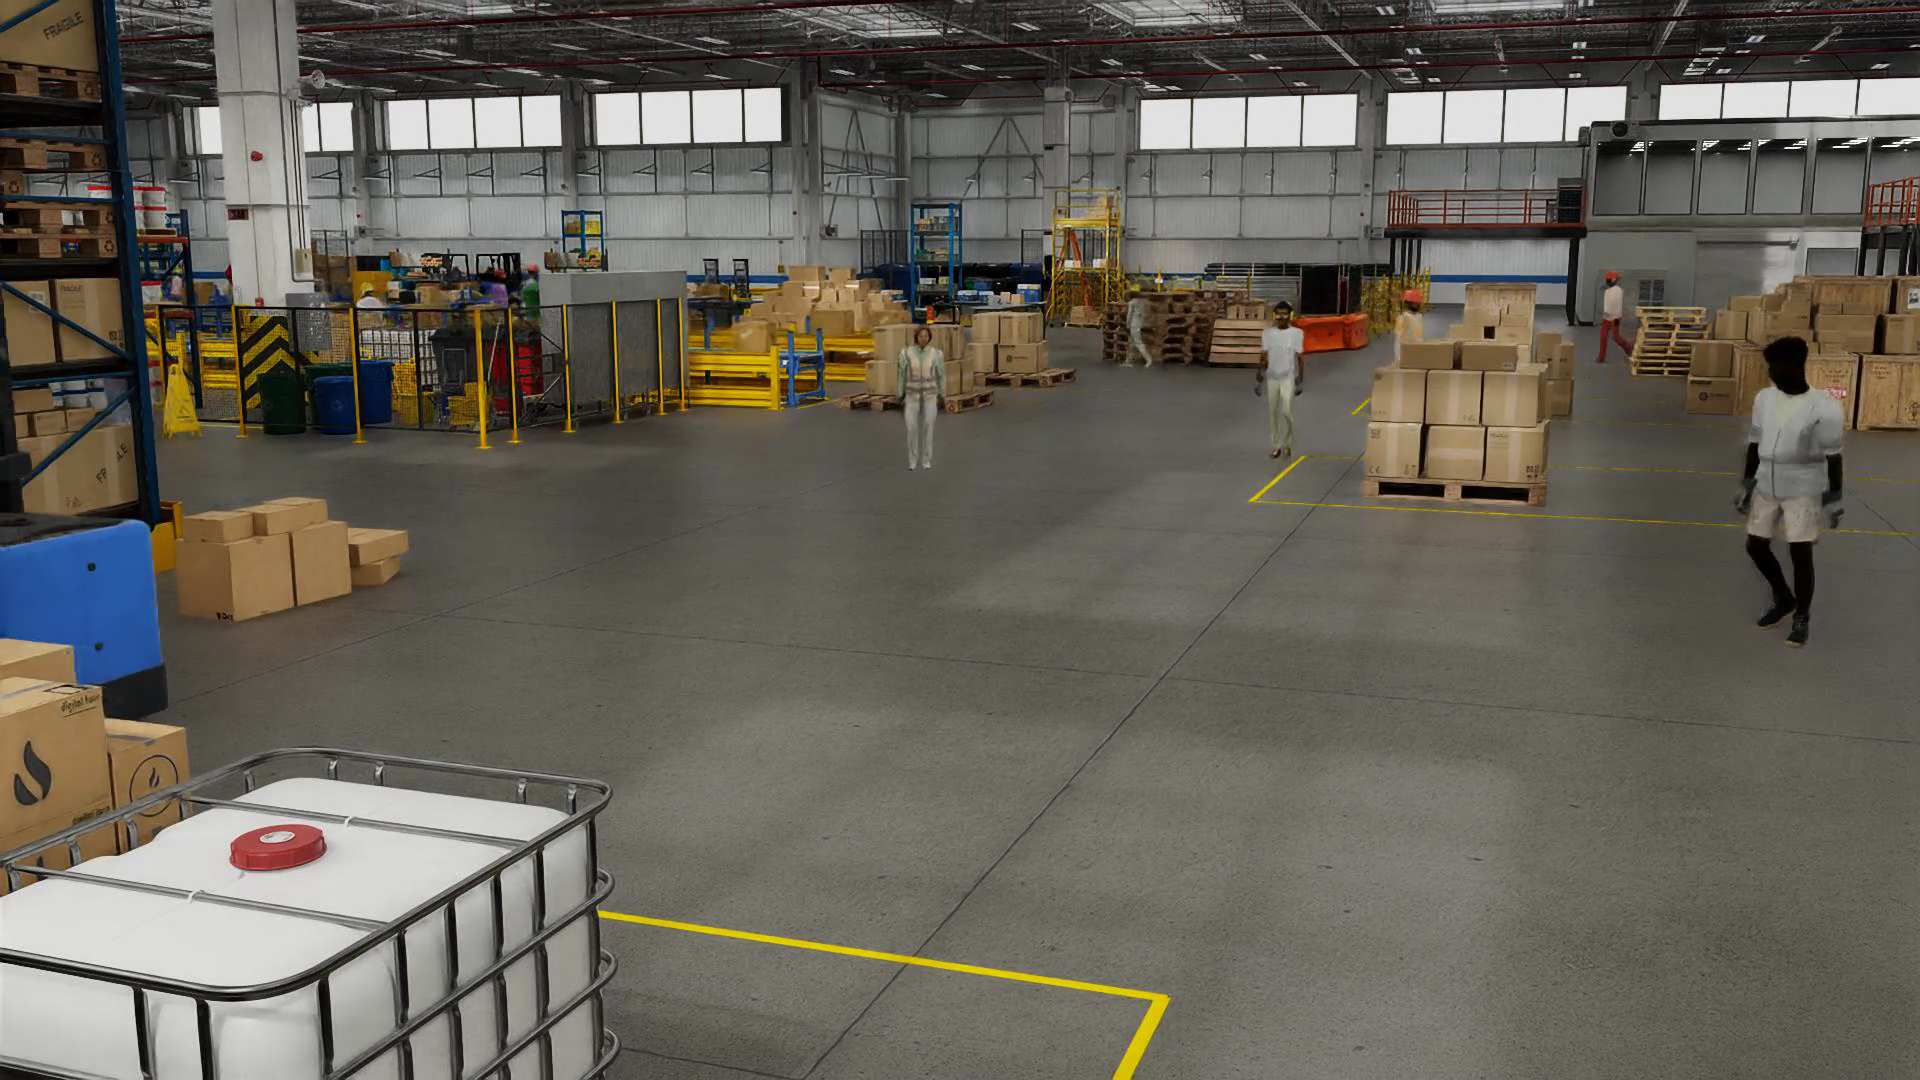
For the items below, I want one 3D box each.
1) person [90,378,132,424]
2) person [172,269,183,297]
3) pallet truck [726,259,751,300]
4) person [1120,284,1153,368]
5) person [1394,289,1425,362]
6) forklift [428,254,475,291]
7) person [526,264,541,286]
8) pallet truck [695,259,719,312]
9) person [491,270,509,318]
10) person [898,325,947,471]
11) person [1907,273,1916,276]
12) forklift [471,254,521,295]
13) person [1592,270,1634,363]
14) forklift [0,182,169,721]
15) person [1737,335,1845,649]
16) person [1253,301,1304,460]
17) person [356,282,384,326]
[{"bbox_3d":[-10.599,-2.063,20.865,0.425,1.741,0.565,6,12,30],"label":"person"},{"bbox_3d":[-26.255,-8.224,55.684,0.537,1.718,0.831,5,11,27],"label":"person"},{"bbox_3d":[-7.986,-9.493,62.019,0.823,1.965,1.885,3,11,17],"label":"pallet truck"},{"bbox_3d":[3.626,-4.367,33.959,0.805,1.717,0.493,8,13,38],"label":"person"},{"bbox_3d":[6.337,-2.616,23.597,0.963,1.901,0.561,9,14,42],"label":"person"},{"bbox_3d":[-20.133,-10.254,65.465,1.157,1.987,2.680,3,11,19],"label":"forklift"},{"bbox_3d":[-10.579,-5.806,41.205,0.471,2.022,0.662,-3,10,-15],"label":"person"},{"bbox_3d":[-9.165,-9.627,62.776,0.823,1.965,1.885,4,11,23],"label":"pallet truck"},{"bbox_3d":[-11.525,-5.780,41.428,0.941,1.904,0.558,3,10,15],"label":"person"},{"bbox_3d":[-0.416,-1.577,18.494,0.539,1.615,0.565,-1,10,-3],"label":"person"},{"bbox_3d":[20.821,-4.919,36.603,0.404,1.871,0.592,-6,12,-32],"label":"person"},{"bbox_3d":[-17.990,-10.121,64.684,1.157,1.987,2.680,3,11,17],"label":"forklift"},{"bbox_3d":[13.843,-4.704,35.130,0.797,1.975,0.616,-2,10,-13],"label":"person"},{"bbox_3d":[-5.194,-0.411,8.386,1.873,2.768,1.129,3,11,19],"label":"forklift"},{"bbox_3d":[5.306,-0.317,10.506,0.509,1.944,0.713,-6,12,-29],"label":"person"},{"bbox_3d":[3.714,-1.855,19.440,0.539,1.849,0.618,5,11,24],"label":"person"},{"bbox_3d":[-11.265,-4.027,31.809,0.901,1.796,0.588,4,11,23],"label":"person"}]
